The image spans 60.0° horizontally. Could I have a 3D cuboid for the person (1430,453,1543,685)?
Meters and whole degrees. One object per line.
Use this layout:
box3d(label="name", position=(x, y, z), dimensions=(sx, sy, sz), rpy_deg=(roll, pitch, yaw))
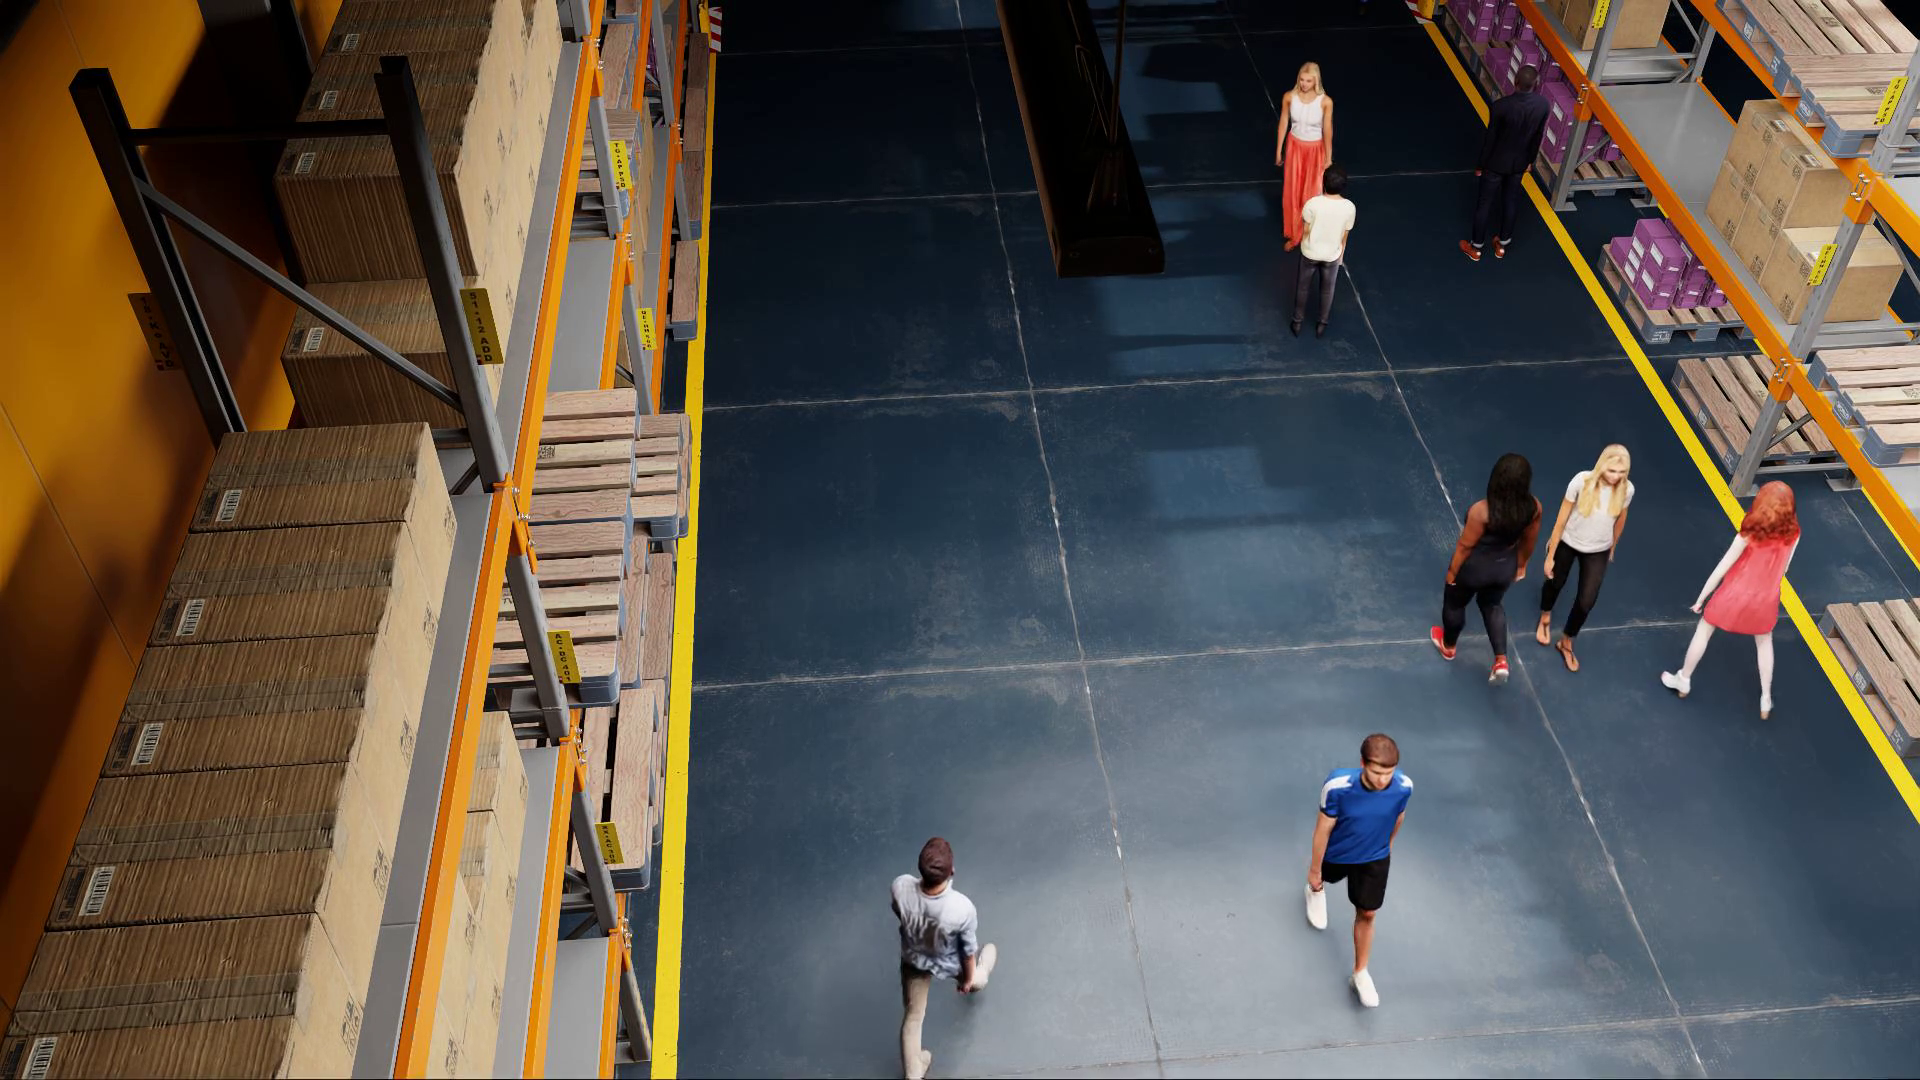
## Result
box3d(label="person", position=(3.438, 0.234, 10.763), dimensions=(0.744, 1.798, 0.995), rpy_deg=(-9, 44, -9))

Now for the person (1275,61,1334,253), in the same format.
box3d(label="person", position=(3.051, -3.421, 14.612), dimensions=(0.943, 1.780, 1.048), rpy_deg=(17, 46, 17))

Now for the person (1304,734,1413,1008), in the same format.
box3d(label="person", position=(2.166, 1.636, 9.277), dimensions=(0.712, 1.817, 1.183), rpy_deg=(-2, 44, -2))

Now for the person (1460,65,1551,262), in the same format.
box3d(label="person", position=(4.727, -3.264, 14.420), dimensions=(0.704, 1.818, 0.595), rpy_deg=(-6, 44, -6))

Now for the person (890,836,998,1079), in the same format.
box3d(label="person", position=(-0.175, 2.253, 8.640), dimensions=(1.006, 1.802, 1.294), rpy_deg=(14, 45, 14))

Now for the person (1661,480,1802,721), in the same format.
box3d(label="person", position=(4.979, 0.376, 10.605), dimensions=(0.888, 1.810, 0.739), rpy_deg=(-1, 44, -1))

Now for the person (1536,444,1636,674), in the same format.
box3d(label="person", position=(4.071, -0.012, 11.015), dimensions=(0.736, 1.806, 0.816), rpy_deg=(6, 44, 6))

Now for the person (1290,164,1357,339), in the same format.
box3d(label="person", position=(2.957, -2.348, 13.628), dimensions=(0.610, 1.584, 0.524), rpy_deg=(2, 44, 2))
